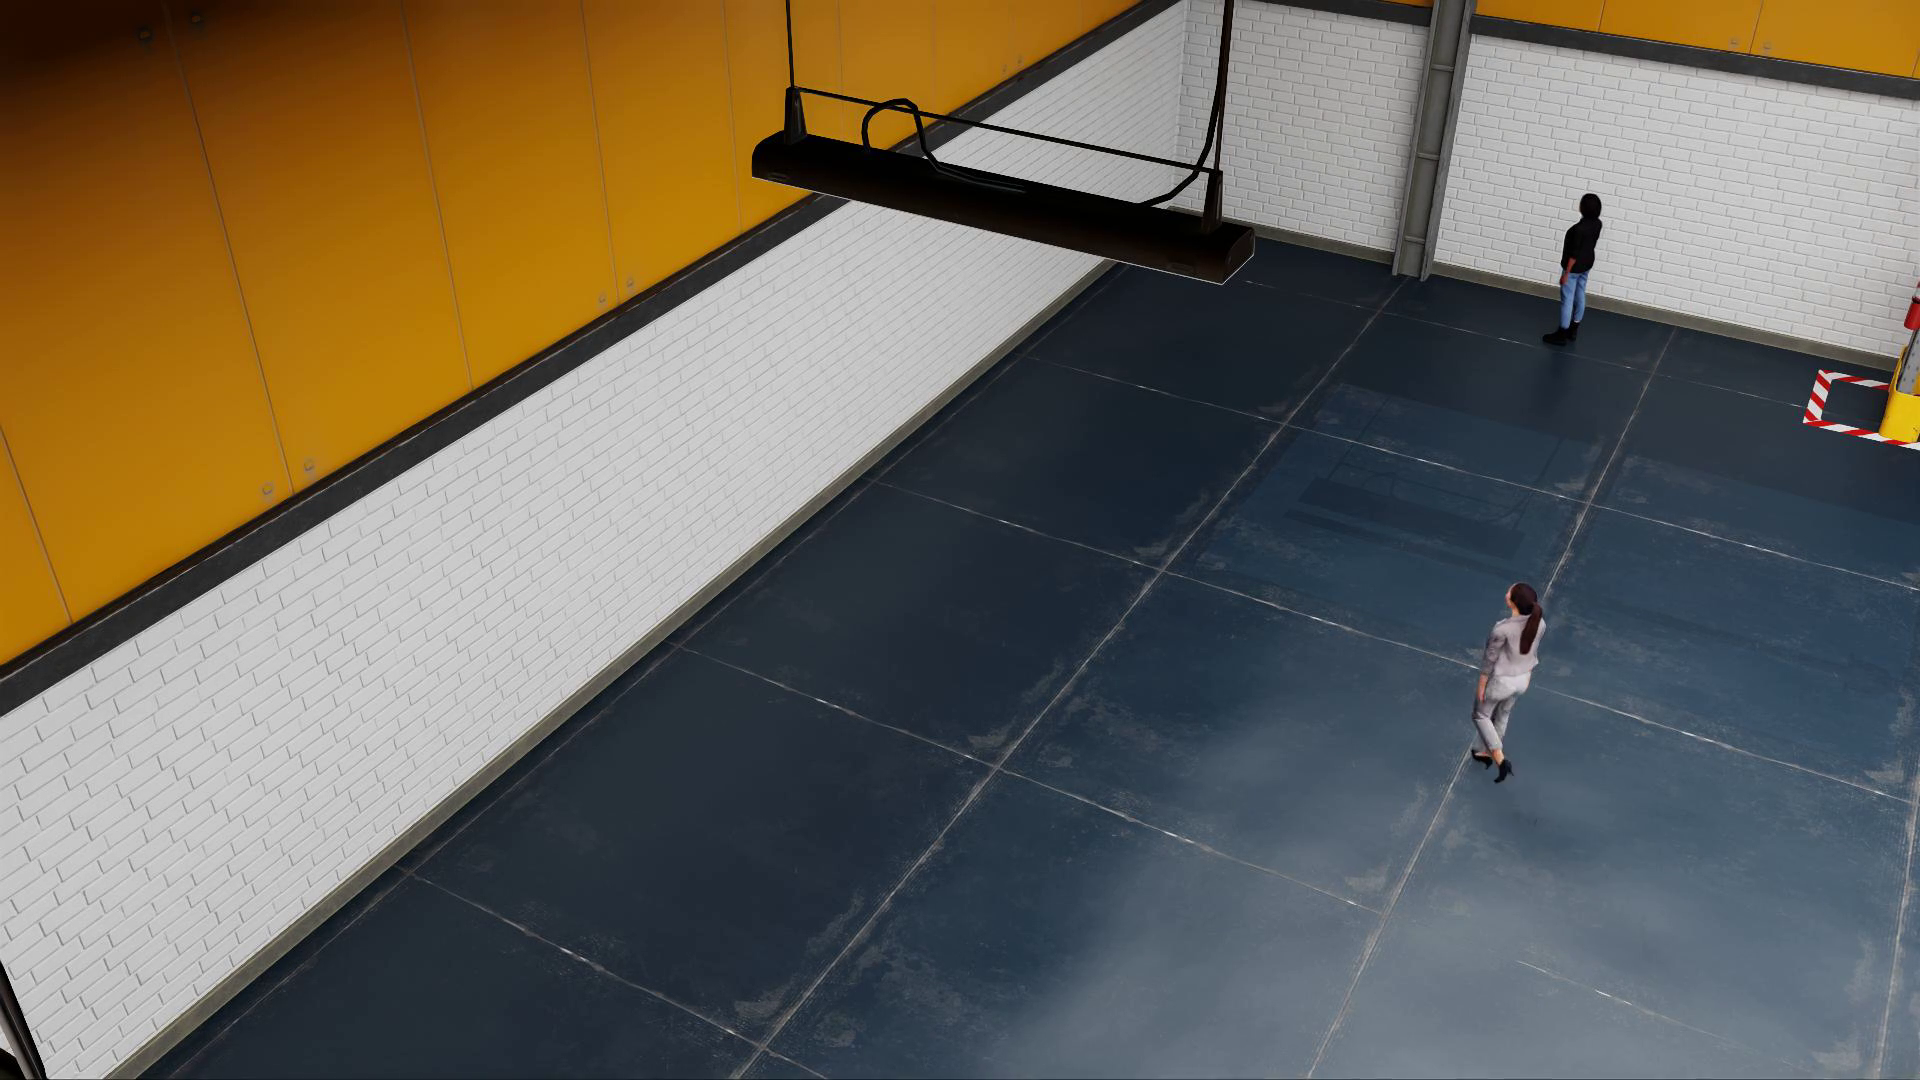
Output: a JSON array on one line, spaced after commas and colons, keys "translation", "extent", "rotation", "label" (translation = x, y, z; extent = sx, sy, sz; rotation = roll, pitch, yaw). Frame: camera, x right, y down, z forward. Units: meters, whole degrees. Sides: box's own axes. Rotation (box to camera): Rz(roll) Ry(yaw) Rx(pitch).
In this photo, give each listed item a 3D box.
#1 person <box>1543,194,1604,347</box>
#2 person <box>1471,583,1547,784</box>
[{"translation": [6.631, -2.908, 17.855], "extent": [0.649, 1.703, 0.658], "rotation": [-23, 40, -30], "label": "person"}, {"translation": [3.947, 1.071, 11.903], "extent": [0.856, 1.665, 0.928], "rotation": [-11, 35, -16], "label": "person"}]
